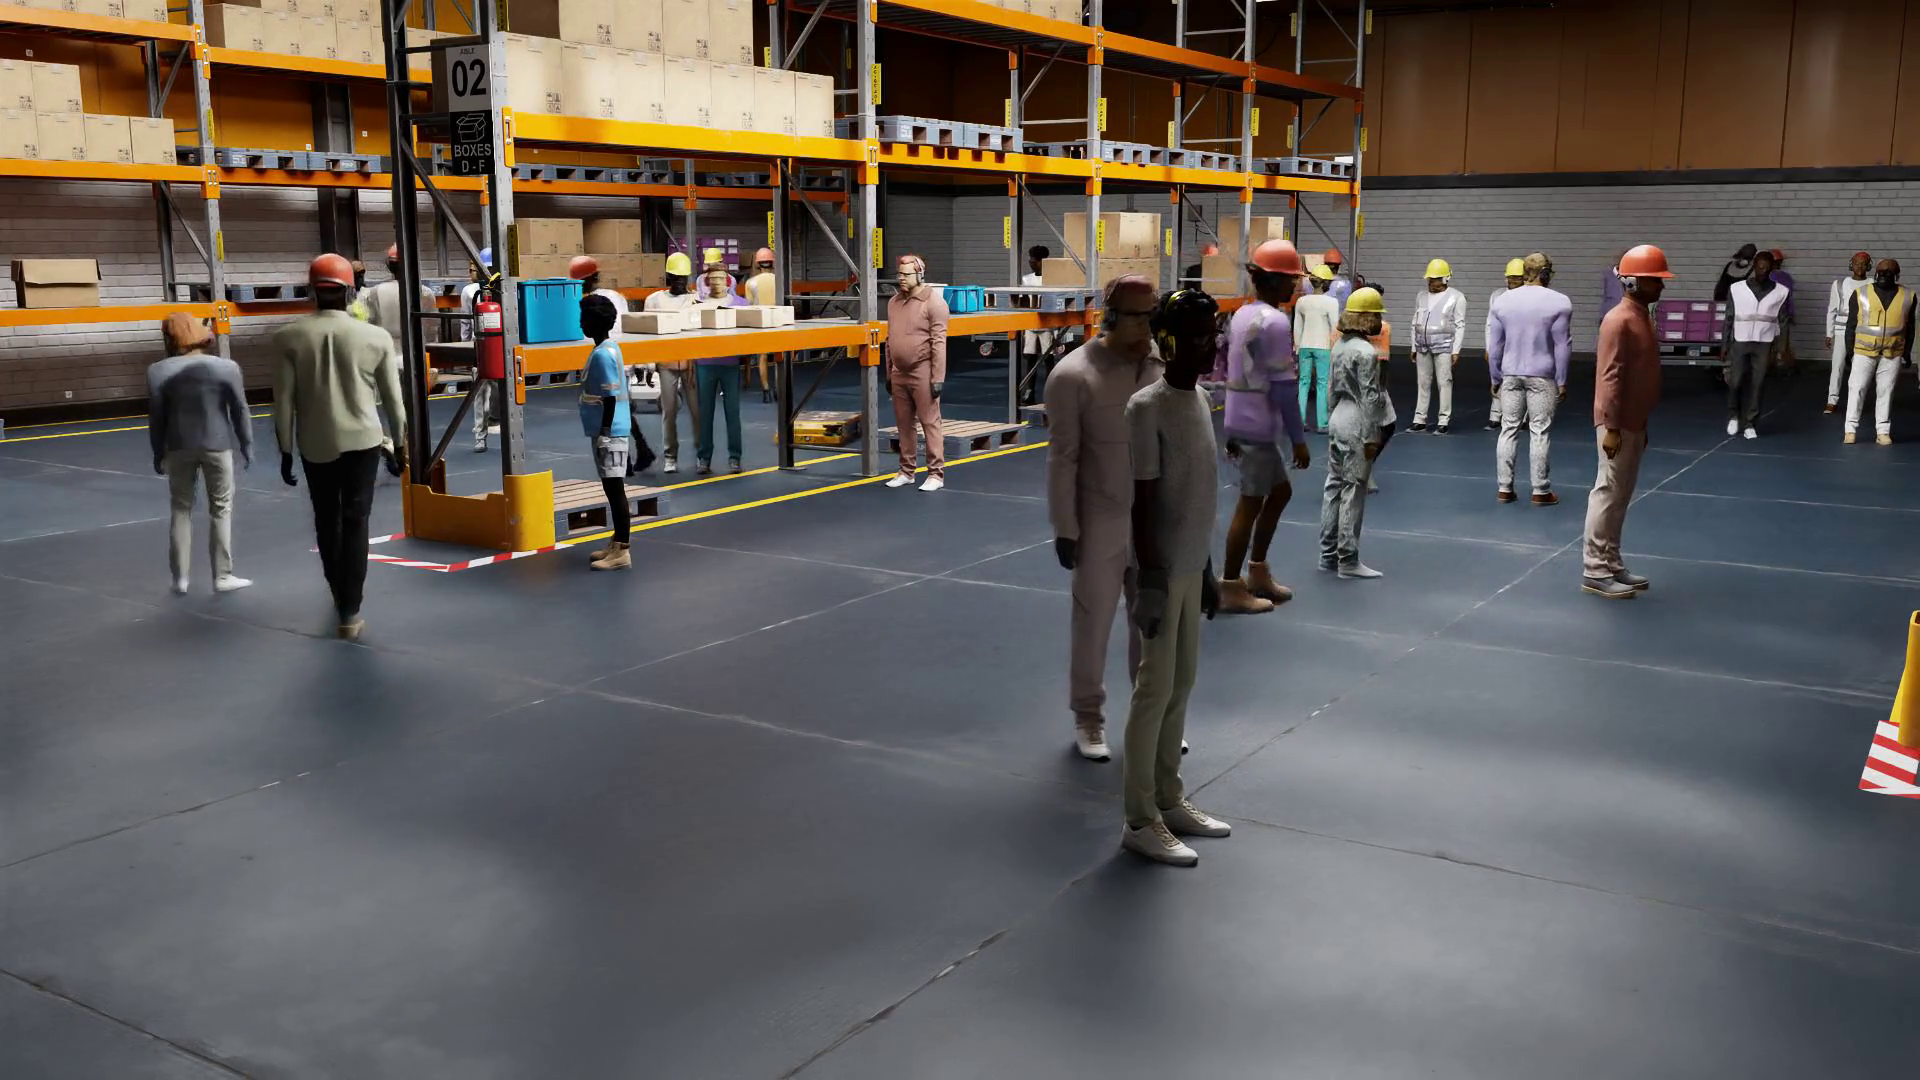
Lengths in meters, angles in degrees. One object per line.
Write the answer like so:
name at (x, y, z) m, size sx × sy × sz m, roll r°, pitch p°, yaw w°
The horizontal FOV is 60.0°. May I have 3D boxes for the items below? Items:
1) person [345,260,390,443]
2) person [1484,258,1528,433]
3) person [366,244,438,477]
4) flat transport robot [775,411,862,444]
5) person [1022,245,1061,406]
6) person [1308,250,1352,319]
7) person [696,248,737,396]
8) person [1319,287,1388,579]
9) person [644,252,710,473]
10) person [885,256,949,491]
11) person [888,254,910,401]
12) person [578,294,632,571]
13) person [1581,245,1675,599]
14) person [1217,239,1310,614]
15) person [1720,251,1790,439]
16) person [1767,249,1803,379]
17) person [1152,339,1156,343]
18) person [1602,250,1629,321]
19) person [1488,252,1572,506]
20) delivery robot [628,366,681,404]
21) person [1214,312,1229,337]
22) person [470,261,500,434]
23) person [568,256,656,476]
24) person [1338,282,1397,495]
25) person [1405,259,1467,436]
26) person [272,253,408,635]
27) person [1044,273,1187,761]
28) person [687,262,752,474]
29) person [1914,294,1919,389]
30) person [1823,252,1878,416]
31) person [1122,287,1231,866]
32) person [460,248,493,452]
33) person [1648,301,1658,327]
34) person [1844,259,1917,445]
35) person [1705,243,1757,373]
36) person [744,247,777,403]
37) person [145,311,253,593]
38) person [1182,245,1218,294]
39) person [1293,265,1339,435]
person at (-5.950, -1.835, 16.398) m, size 0.429 × 1.831 × 0.633 m, roll 4°, pitch 11°, yaw 23°
person at (5.836, -2.046, 17.555) m, size 0.600 × 1.827 × 0.404 m, roll 6°, pitch 12°, yaw 32°
person at (-4.736, -1.503, 14.047) m, size 0.616 × 2.022 × 0.792 m, roll 2°, pitch 10°, yaw 9°
flat transport robot at (-1.402, -1.160, 16.962) m, size 0.652 × 0.197 × 1.431 m, roll 1°, pitch 10°, yaw 7°
person at (0.976, -2.588, 20.184) m, size 0.608 × 1.963 × 0.369 m, roll 7°, pitch 12°, yaw 33°
person at (4.652, -2.665, 20.798) m, size 0.567 × 1.890 × 0.958 m, roll 6°, pitch 12°, yaw 30°
person at (-3.189, -2.840, 21.692) m, size 0.586 × 1.924 × 0.370 m, roll 3°, pitch 11°, yaw 17°
person at (2.390, -0.643, 10.025) m, size 0.324 × 1.740 × 0.492 m, roll -2°, pitch 10°, yaw -13°
person at (-2.436, -1.530, 14.455) m, size 0.592 × 1.916 × 0.398 m, roll -1°, pitch 10°, yaw -7°
person at (-0.381, -1.345, 13.497) m, size 0.640 × 1.899 × 0.395 m, roll 9°, pitch 14°, yaw 41°
person at (-0.657, -2.593, 20.558) m, size 0.385 × 1.857 × 0.657 m, roll -6°, pitch 12°, yaw -29°
person at (-2.182, -0.662, 10.244) m, size 0.317 × 1.697 × 0.540 m, roll -2°, pitch 10°, yaw -11°
person at (3.816, -0.675, 9.497) m, size 0.397 × 1.992 × 0.623 m, roll 8°, pitch 13°, yaw 36°
person at (1.682, -0.594, 8.994) m, size 0.659 × 2.022 × 0.634 m, roll -1°, pitch 10°, yaw -5°
person at (8.129, -1.993, 17.016) m, size 0.621 × 1.910 × 0.416 m, roll 3°, pitch 11°, yaw 17°
person at (12.145, -3.324, 24.495) m, size 0.565 × 1.890 × 0.819 m, roll -7°, pitch 12°, yaw -34°
person at (1.644, -1.700, 16.213) m, size 0.523 × 1.625 × 0.552 m, roll 6°, pitch 12°, yaw 32°
person at (9.591, -3.251, 24.116) m, size 0.453 × 1.879 × 0.655 m, roll -2°, pitch 10°, yaw -9°
person at (4.347, -1.224, 12.714) m, size 0.629 × 1.933 × 0.379 m, roll 9°, pitch 13°, yaw 40°
delivery robot at (-3.629, -1.798, 19.452) m, size 0.707 × 0.478 × 0.477 m, roll -1°, pitch 10°, yaw -6°
person at (3.832, -3.231, 24.652) m, size 0.313 × 1.638 × 0.513 m, roll 1°, pitch 10°, yaw 8°
person at (-4.970, -2.034, 17.444) m, size 0.345 × 1.846 × 0.508 m, roll 0°, pitch 10°, yaw -2°
person at (-3.021, -1.475, 14.235) m, size 0.622 × 1.886 × 0.594 m, roll 6°, pitch 12°, yaw 30°
person at (3.203, -1.181, 13.115) m, size 0.368 × 1.684 × 0.543 m, roll -6°, pitch 12°, yaw -32°
person at (4.943, -1.999, 17.313) m, size 0.403 × 1.823 × 0.586 m, roll -10°, pitch 14°, yaw -43°
person at (-3.254, -0.526, 8.808) m, size 0.642 × 1.938 × 1.018 m, roll -3°, pitch 11°, yaw -15°
person at (0.649, -0.083, 6.505) m, size 0.648 × 1.897 × 0.399 m, roll -5°, pitch 11°, yaw -24°
person at (-2.088, -1.487, 14.454) m, size 0.564 × 1.837 × 0.396 m, roll -1°, pitch 10°, yaw -4°
person at (12.998, -2.780, 22.276) m, size 0.518 × 1.584 × 0.852 m, roll 6°, pitch 12°, yaw 31°
person at (10.345, -2.382, 19.266) m, size 0.576 × 1.885 × 0.355 m, roll 6°, pitch 12°, yaw 31°
person at (0.722, 0.113, 5.478) m, size 0.325 × 1.871 × 0.524 m, roll 6°, pitch 12°, yaw 30°
person at (-4.464, -1.812, 15.929) m, size 0.602 × 1.948 × 0.385 m, roll -3°, pitch 11°, yaw -17°
person at (8.242, -2.429, 20.219) m, size 0.499 × 1.633 × 0.281 m, roll -3°, pitch 11°, yaw -14°
person at (9.103, -1.856, 16.483) m, size 0.619 × 1.839 × 0.430 m, roll 3°, pitch 11°, yaw 18°
person at (11.646, -3.505, 25.053) m, size 0.765 × 2.000 × 0.756 m, roll 9°, pitch 14°, yaw 41°
person at (-2.392, -2.659, 20.668) m, size 0.581 × 1.924 × 0.435 m, roll -1°, pitch 10°, yaw -6°
person at (-4.352, -0.492, 9.524) m, size 0.543 × 1.625 × 0.317 m, roll -2°, pitch 10°, yaw -12°
person at (3.862, -3.704, 26.436) m, size 0.643 × 1.936 × 0.671 m, roll 0°, pitch 10°, yaw -1°
person at (3.745, -1.988, 17.414) m, size 0.533 × 1.765 × 0.325 m, roll 10°, pitch 14°, yaw 43°
